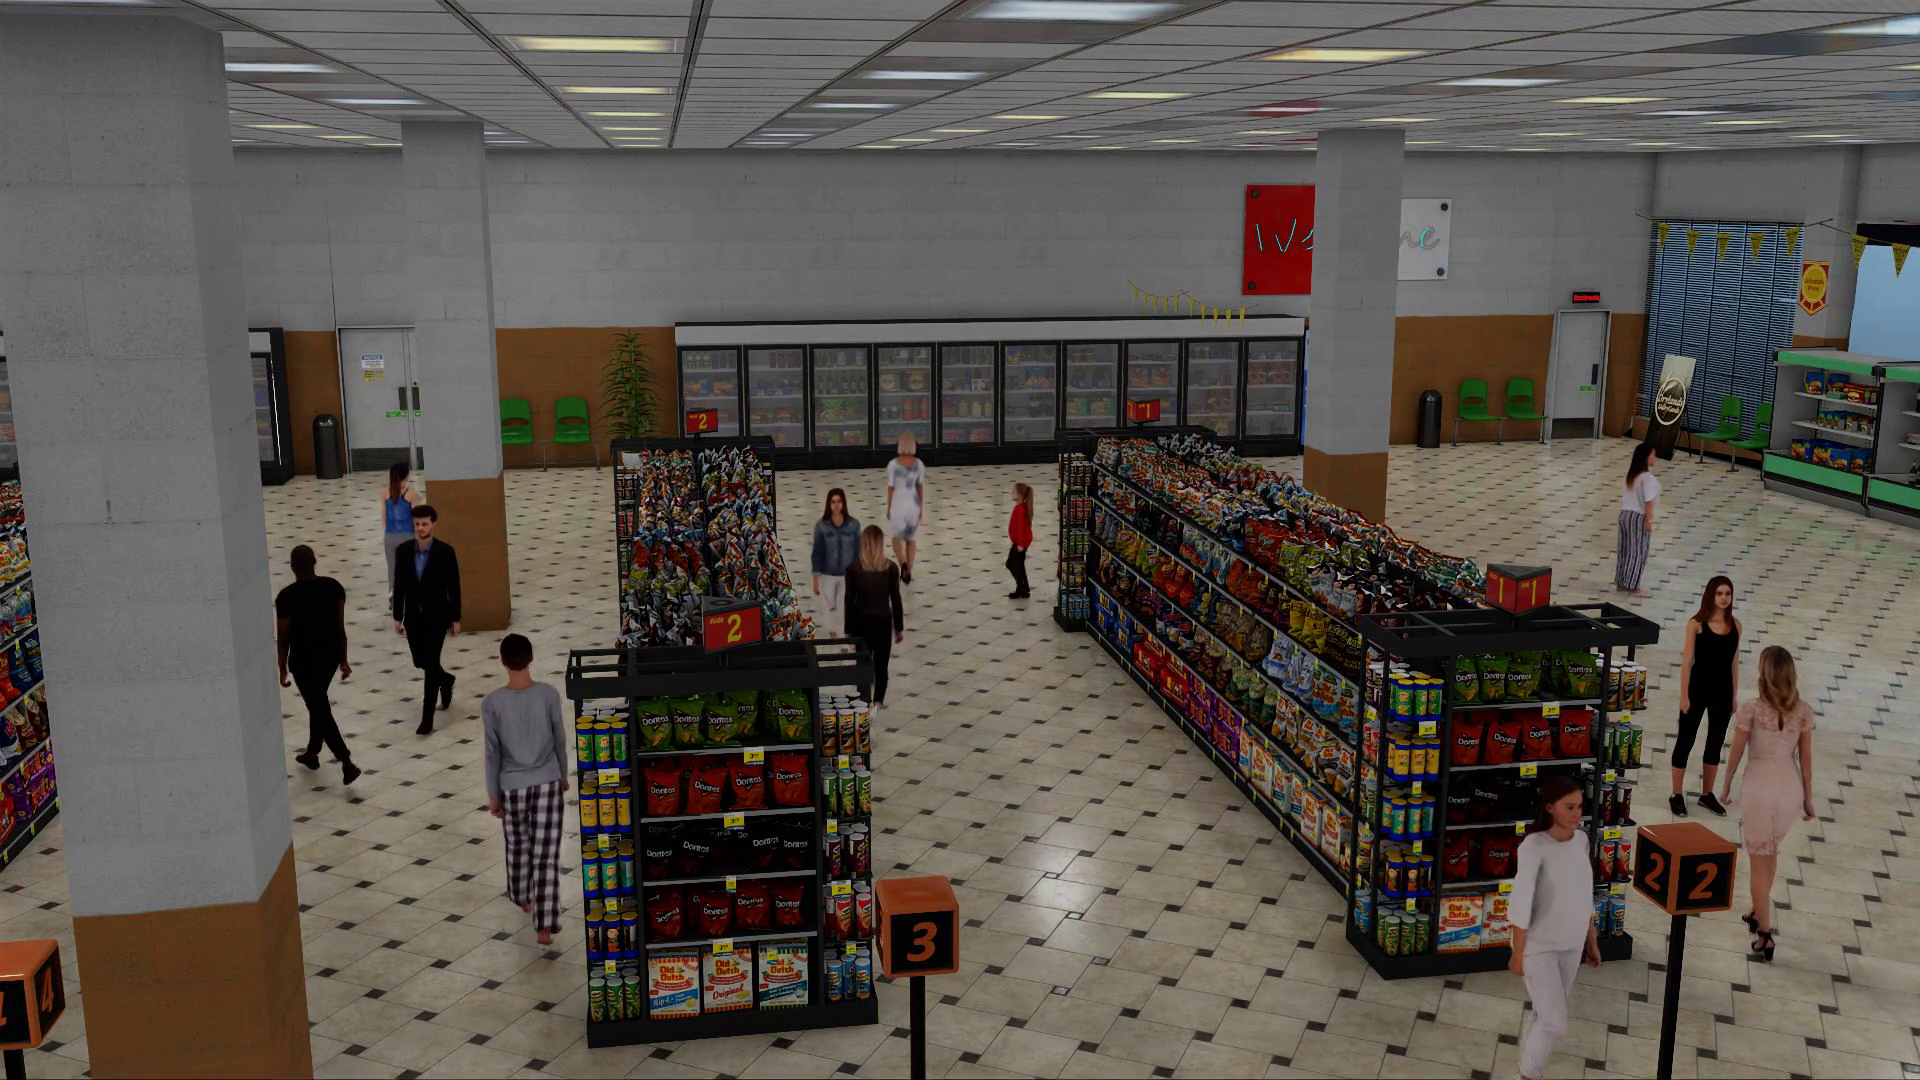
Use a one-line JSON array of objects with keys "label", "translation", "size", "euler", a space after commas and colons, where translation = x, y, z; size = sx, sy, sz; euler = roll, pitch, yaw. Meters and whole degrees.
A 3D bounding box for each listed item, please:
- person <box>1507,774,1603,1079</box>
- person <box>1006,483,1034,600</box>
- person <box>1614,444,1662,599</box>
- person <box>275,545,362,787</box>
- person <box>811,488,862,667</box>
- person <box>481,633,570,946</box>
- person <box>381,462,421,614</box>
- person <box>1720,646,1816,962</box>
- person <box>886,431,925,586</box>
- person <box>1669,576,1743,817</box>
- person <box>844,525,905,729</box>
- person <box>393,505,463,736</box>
[{"label": "person", "translation": [2.777, 1.914, 8.001], "size": [0.703, 1.678, 0.721], "euler": [-9, 15, -35]}, {"label": "person", "translation": [0.704, 0.020, 17.975], "size": [0.610, 1.274, 0.505], "euler": [1, 12, 3]}, {"label": "person", "translation": [7.403, -0.229, 18.174], "size": [0.751, 1.680, 0.569], "euler": [-1, 12, -5]}, {"label": "person", "translation": [-4.713, 0.967, 12.267], "size": [1.300, 1.774, 1.165], "euler": [10, 16, 40]}, {"label": "person", "translation": [-1.145, 0.354, 15.439], "size": [0.664, 1.666, 1.127], "euler": [-1, 12, -6]}, {"label": "person", "translation": [-2.499, 1.488, 9.718], "size": [0.671, 1.804, 1.159], "euler": [-3, 12, -13]}, {"label": "person", "translation": [-5.825, 0.002, 17.279], "size": [0.615, 1.596, 0.754], "euler": [-1, 12, -5]}, {"label": "person", "translation": [4.660, 1.533, 9.497], "size": [0.721, 1.807, 0.848], "euler": [1, 12, 4]}, {"label": "person", "translation": [-0.594, -0.333, 18.523], "size": [0.588, 1.739, 0.641], "euler": [-3, 12, -12]}, {"label": "person", "translation": [5.301, 1.091, 11.792], "size": [0.604, 1.726, 0.567], "euler": [0, 12, 0]}, {"label": "person", "translation": [-0.723, 0.753, 13.532], "size": [0.778, 1.671, 1.059], "euler": [-1, 12, -2]}, {"label": "person", "translation": [-4.374, 0.617, 13.725], "size": [0.904, 1.858, 1.233], "euler": [1, 12, 5]}]
